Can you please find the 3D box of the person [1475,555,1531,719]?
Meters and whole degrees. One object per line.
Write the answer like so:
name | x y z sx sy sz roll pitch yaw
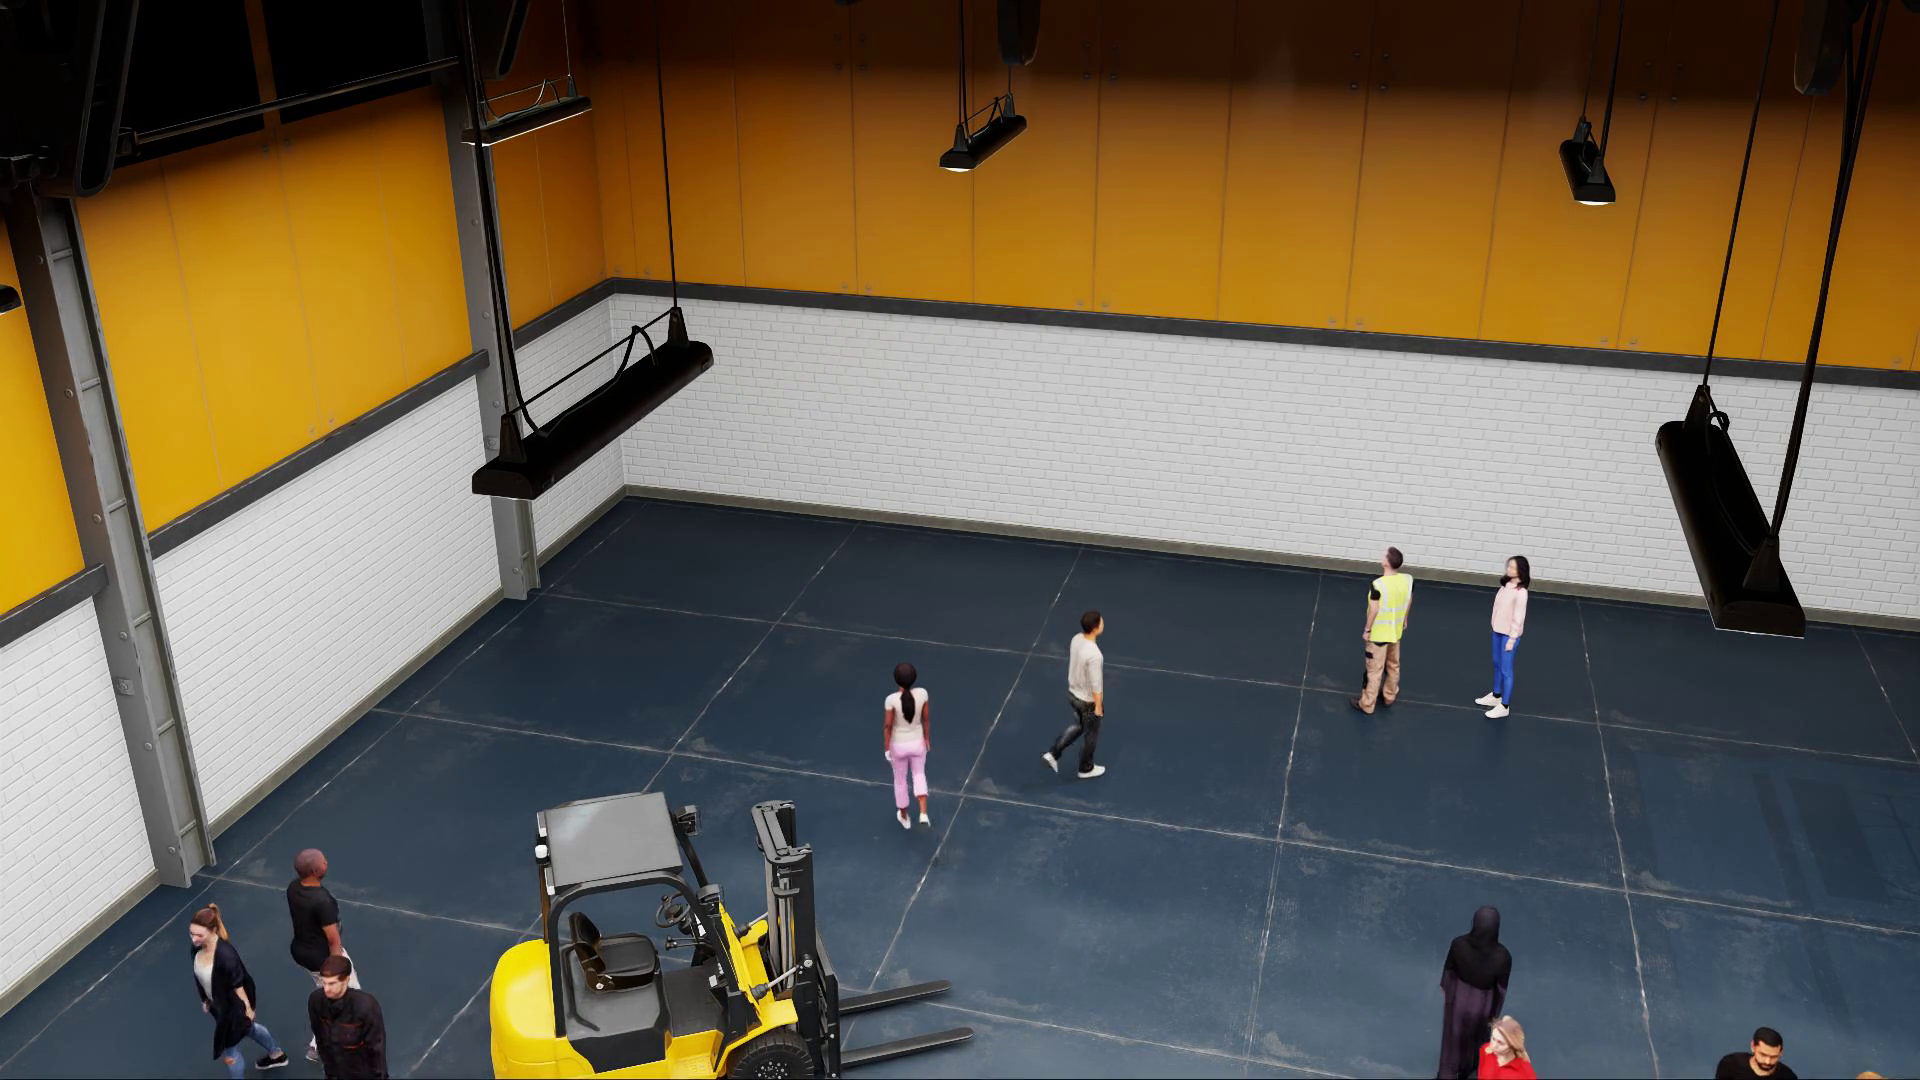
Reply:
person | 5.596 0.970 17.010 0.773 1.769 0.603 -1 24 -3

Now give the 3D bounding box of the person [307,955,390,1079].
person | -4.005 3.495 11.164 0.743 1.824 0.692 3 24 8

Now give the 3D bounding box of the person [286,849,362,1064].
person | -4.731 3.089 12.137 0.804 1.789 0.912 15 28 31

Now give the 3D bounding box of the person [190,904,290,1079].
person | -5.164 3.274 11.878 0.824 1.657 0.958 19 30 37

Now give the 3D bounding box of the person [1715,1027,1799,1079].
person | 5.000 3.770 10.657 0.765 1.726 1.079 11 26 24

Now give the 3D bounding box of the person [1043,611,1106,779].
person | 1.101 1.500 15.764 1.015 1.796 0.970 -11 26 -23

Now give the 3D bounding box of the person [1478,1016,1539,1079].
person | 3.563 3.769 10.748 1.185 1.656 1.048 -17 29 -34

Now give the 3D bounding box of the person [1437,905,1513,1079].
person | 3.613 3.323 11.834 0.701 1.603 1.111 10 25 21

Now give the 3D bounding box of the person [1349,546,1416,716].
person | 4.350 0.912 17.044 0.856 1.847 0.912 -11 26 -24

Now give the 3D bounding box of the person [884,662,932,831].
person | -0.440 1.897 14.934 0.821 1.733 0.923 -8 25 -17
